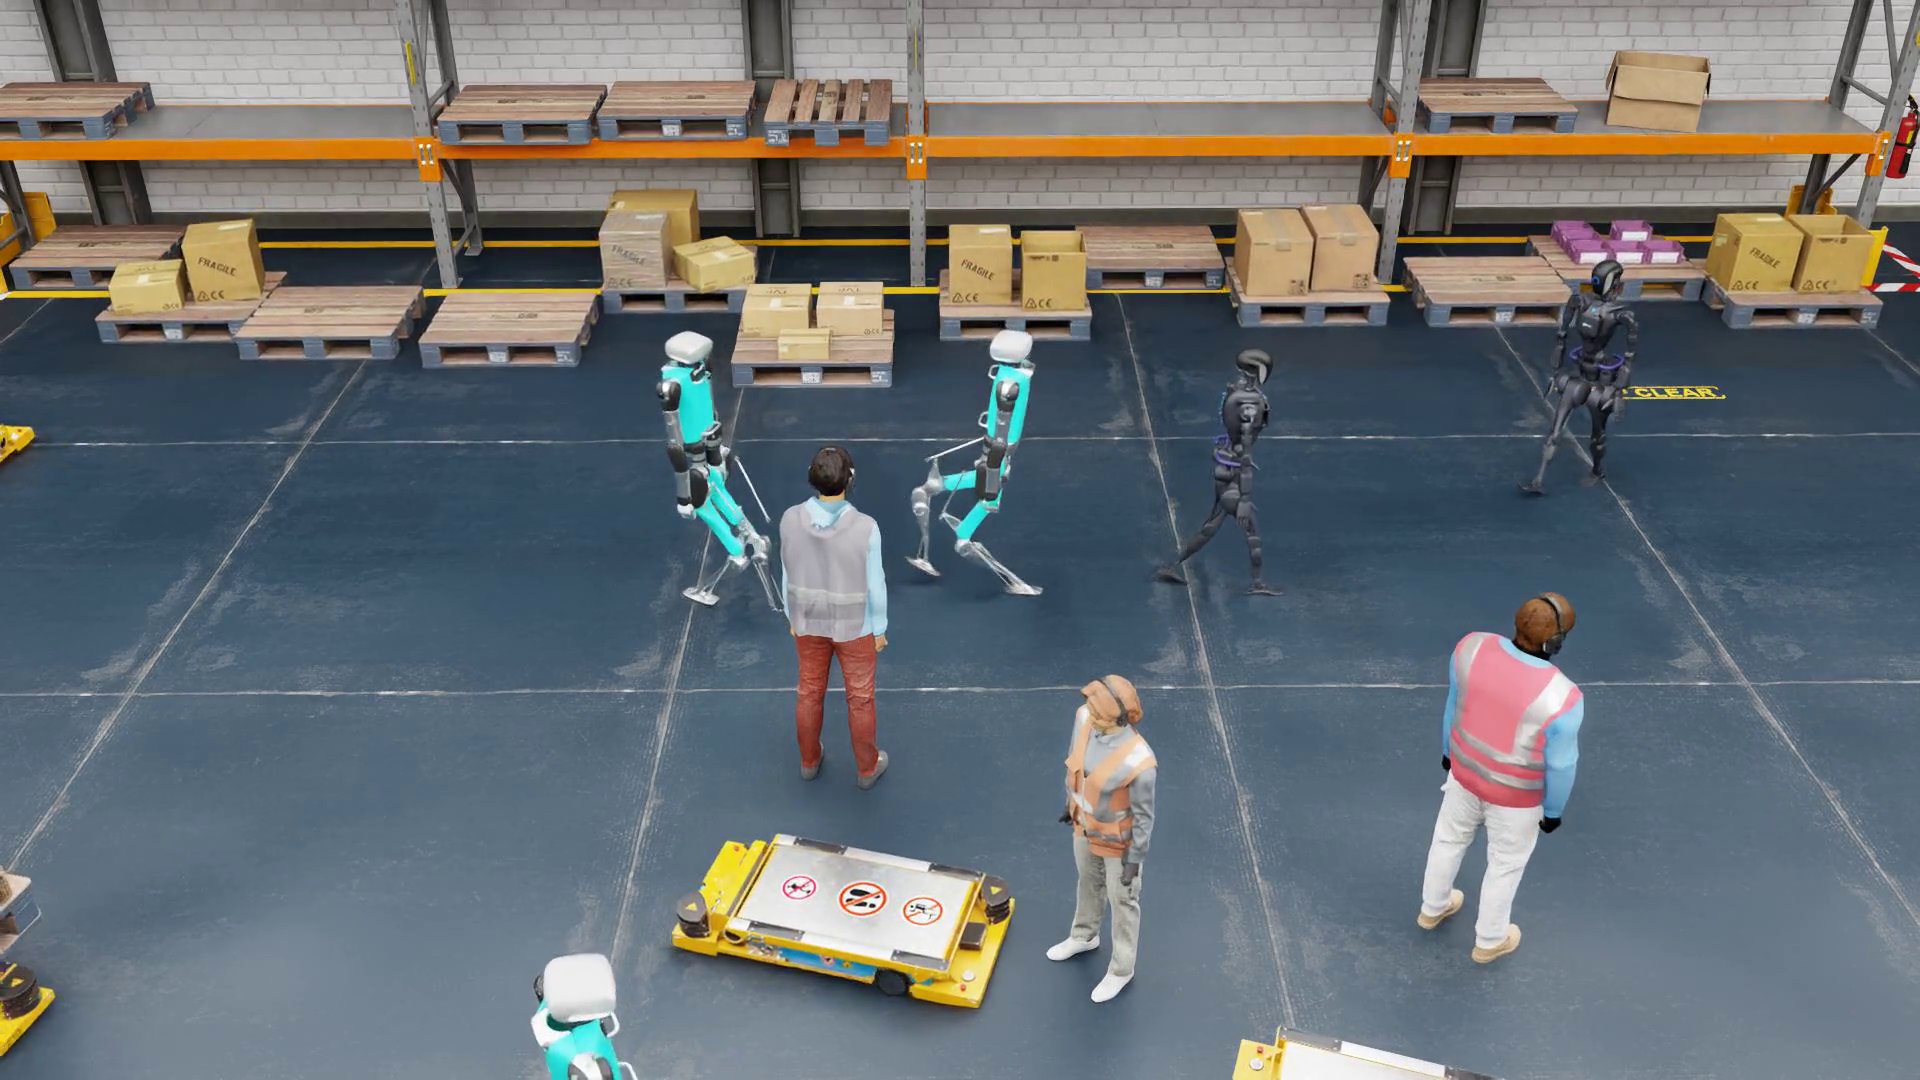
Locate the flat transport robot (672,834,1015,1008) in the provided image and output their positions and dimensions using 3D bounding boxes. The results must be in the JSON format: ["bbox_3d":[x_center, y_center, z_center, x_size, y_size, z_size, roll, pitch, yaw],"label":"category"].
[{"bbox_3d":[-0.521,1.705,7.573,1.431,0.231,0.659,8,32,13],"label":"flat transport robot"}]

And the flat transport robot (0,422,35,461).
[{"bbox_3d":[-6.943,-0.448,11.157,0.659,0.231,1.431,3,31,5],"label":"flat transport robot"}]

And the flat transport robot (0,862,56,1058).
[{"bbox_3d":[-4.697,2.013,7.060,1.431,0.231,0.659,7,32,11],"label":"flat transport robot"}]

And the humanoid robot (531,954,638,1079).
[{"bbox_3d":[-0.958,2.036,5.651,0.796,1.804,0.533,-14,34,-22],"label":"humanoid robot"}]

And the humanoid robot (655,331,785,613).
[{"bbox_3d":[-1.282,-0.274,9.554,0.812,1.882,0.535,9,32,15],"label":"humanoid robot"}]

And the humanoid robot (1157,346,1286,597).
[{"bbox_3d":[1.582,-0.393,9.764,0.772,1.646,0.610,2,31,4],"label":"humanoid robot"}]

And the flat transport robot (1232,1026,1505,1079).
[{"bbox_3d":[1.759,2.348,6.502,1.431,0.231,0.659,10,32,16],"label":"flat transport robot"}]

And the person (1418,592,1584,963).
[{"bbox_3d":[2.347,1.023,7.198,0.434,1.833,0.630,-21,37,-31],"label":"person"}]

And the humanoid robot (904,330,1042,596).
[{"bbox_3d":[-0.016,-0.411,9.727,1.030,1.765,0.538,5,31,9],"label":"humanoid robot"}]

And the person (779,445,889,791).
[{"bbox_3d":[-0.621,0.412,8.175,0.535,1.870,0.417,8,32,13],"label":"person"}]

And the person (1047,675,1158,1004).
[{"bbox_3d":[0.615,1.236,7.019,0.310,1.639,0.512,-18,36,-28],"label":"person"}]

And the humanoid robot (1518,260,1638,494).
[{"bbox_3d":[4.078,-1.020,10.781,0.775,1.630,0.599,-22,37,-32],"label":"humanoid robot"}]
